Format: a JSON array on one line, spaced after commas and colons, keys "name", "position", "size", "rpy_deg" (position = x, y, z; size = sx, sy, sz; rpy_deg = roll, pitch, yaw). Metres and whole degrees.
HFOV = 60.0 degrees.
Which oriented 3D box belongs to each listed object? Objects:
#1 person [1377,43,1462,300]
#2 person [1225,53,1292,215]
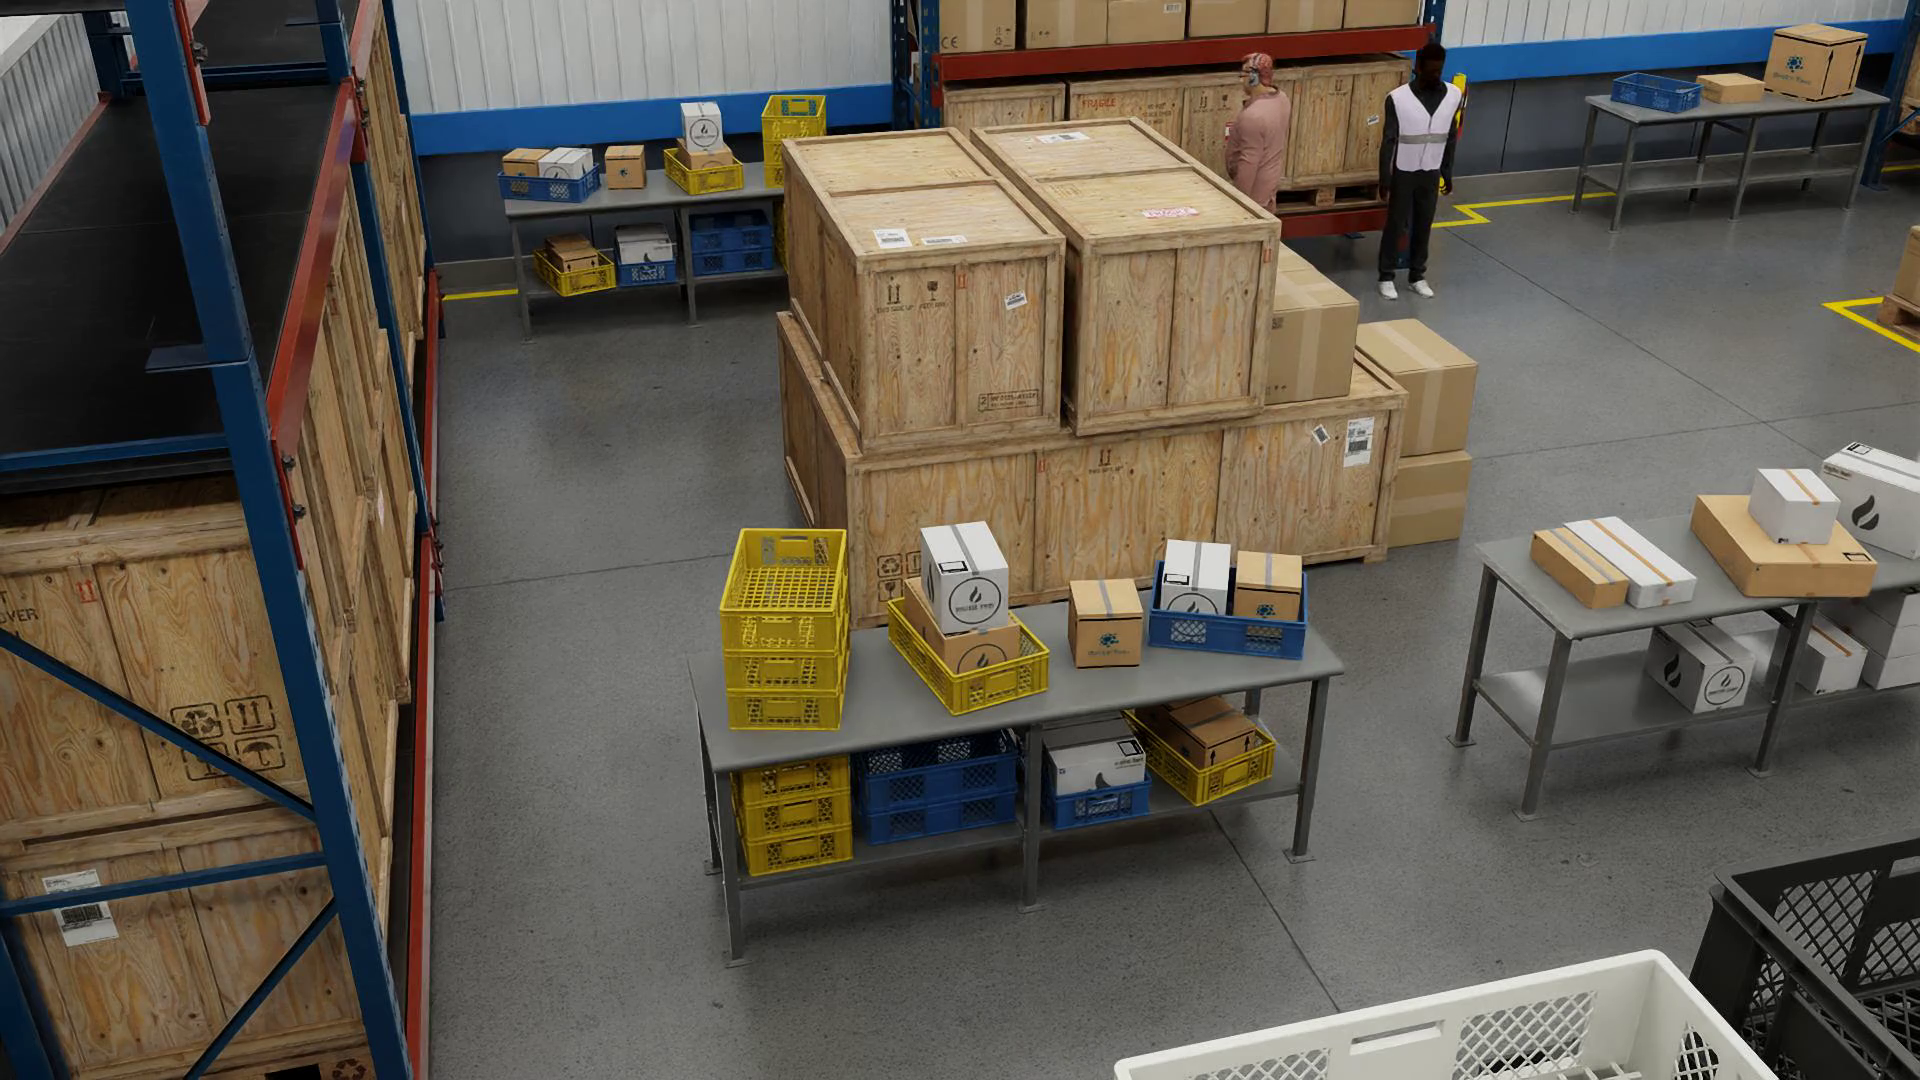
[{"name": "person", "position": [3.384, -2.745, 12.391], "size": [0.600, 1.907, 0.387], "rpy_deg": [-7, 30, -12]}, {"name": "person", "position": [2.108, -2.567, 12.073], "size": [0.405, 1.902, 0.636], "rpy_deg": [16, 33, 26]}]
